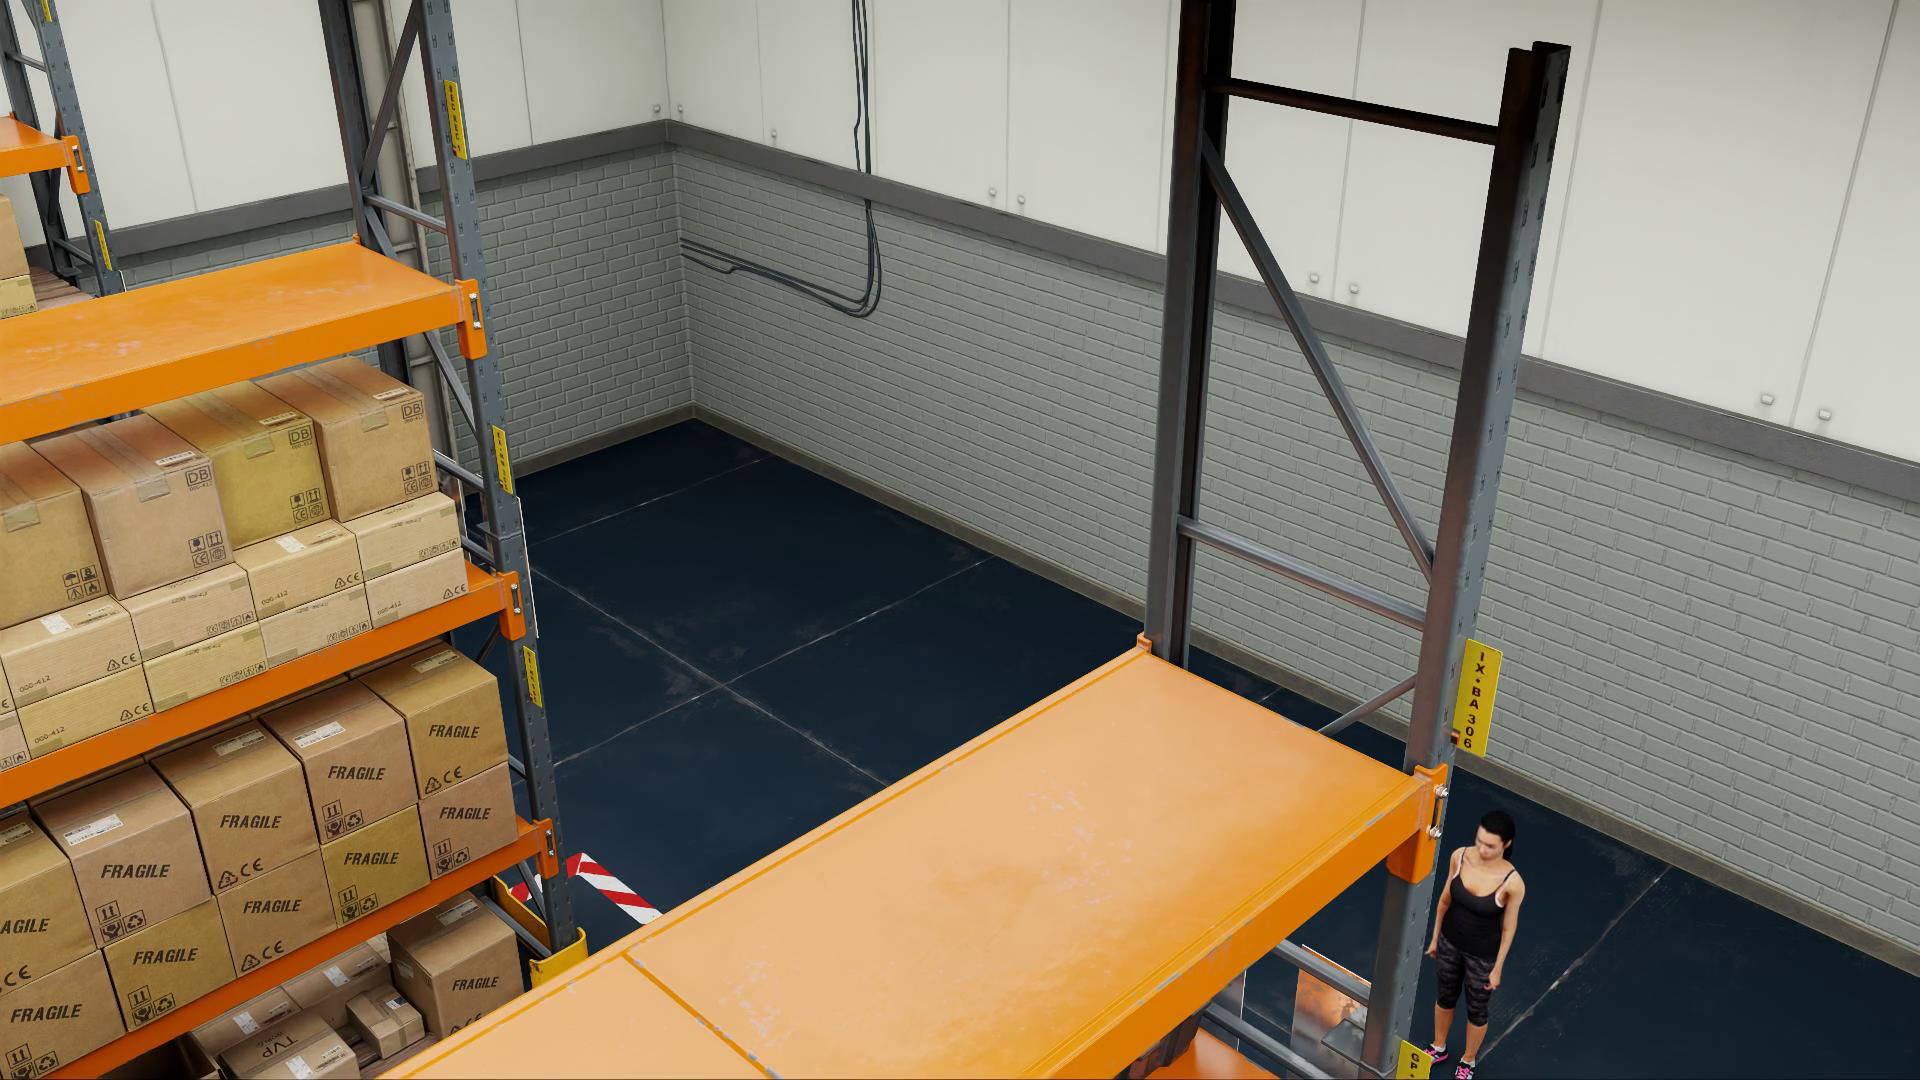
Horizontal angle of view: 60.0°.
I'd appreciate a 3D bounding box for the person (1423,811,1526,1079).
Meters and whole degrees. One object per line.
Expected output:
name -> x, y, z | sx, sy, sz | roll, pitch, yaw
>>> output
person -> 2.665, 2.119, 8.644 | 0.526, 1.727, 0.566 | -24, 36, -38
